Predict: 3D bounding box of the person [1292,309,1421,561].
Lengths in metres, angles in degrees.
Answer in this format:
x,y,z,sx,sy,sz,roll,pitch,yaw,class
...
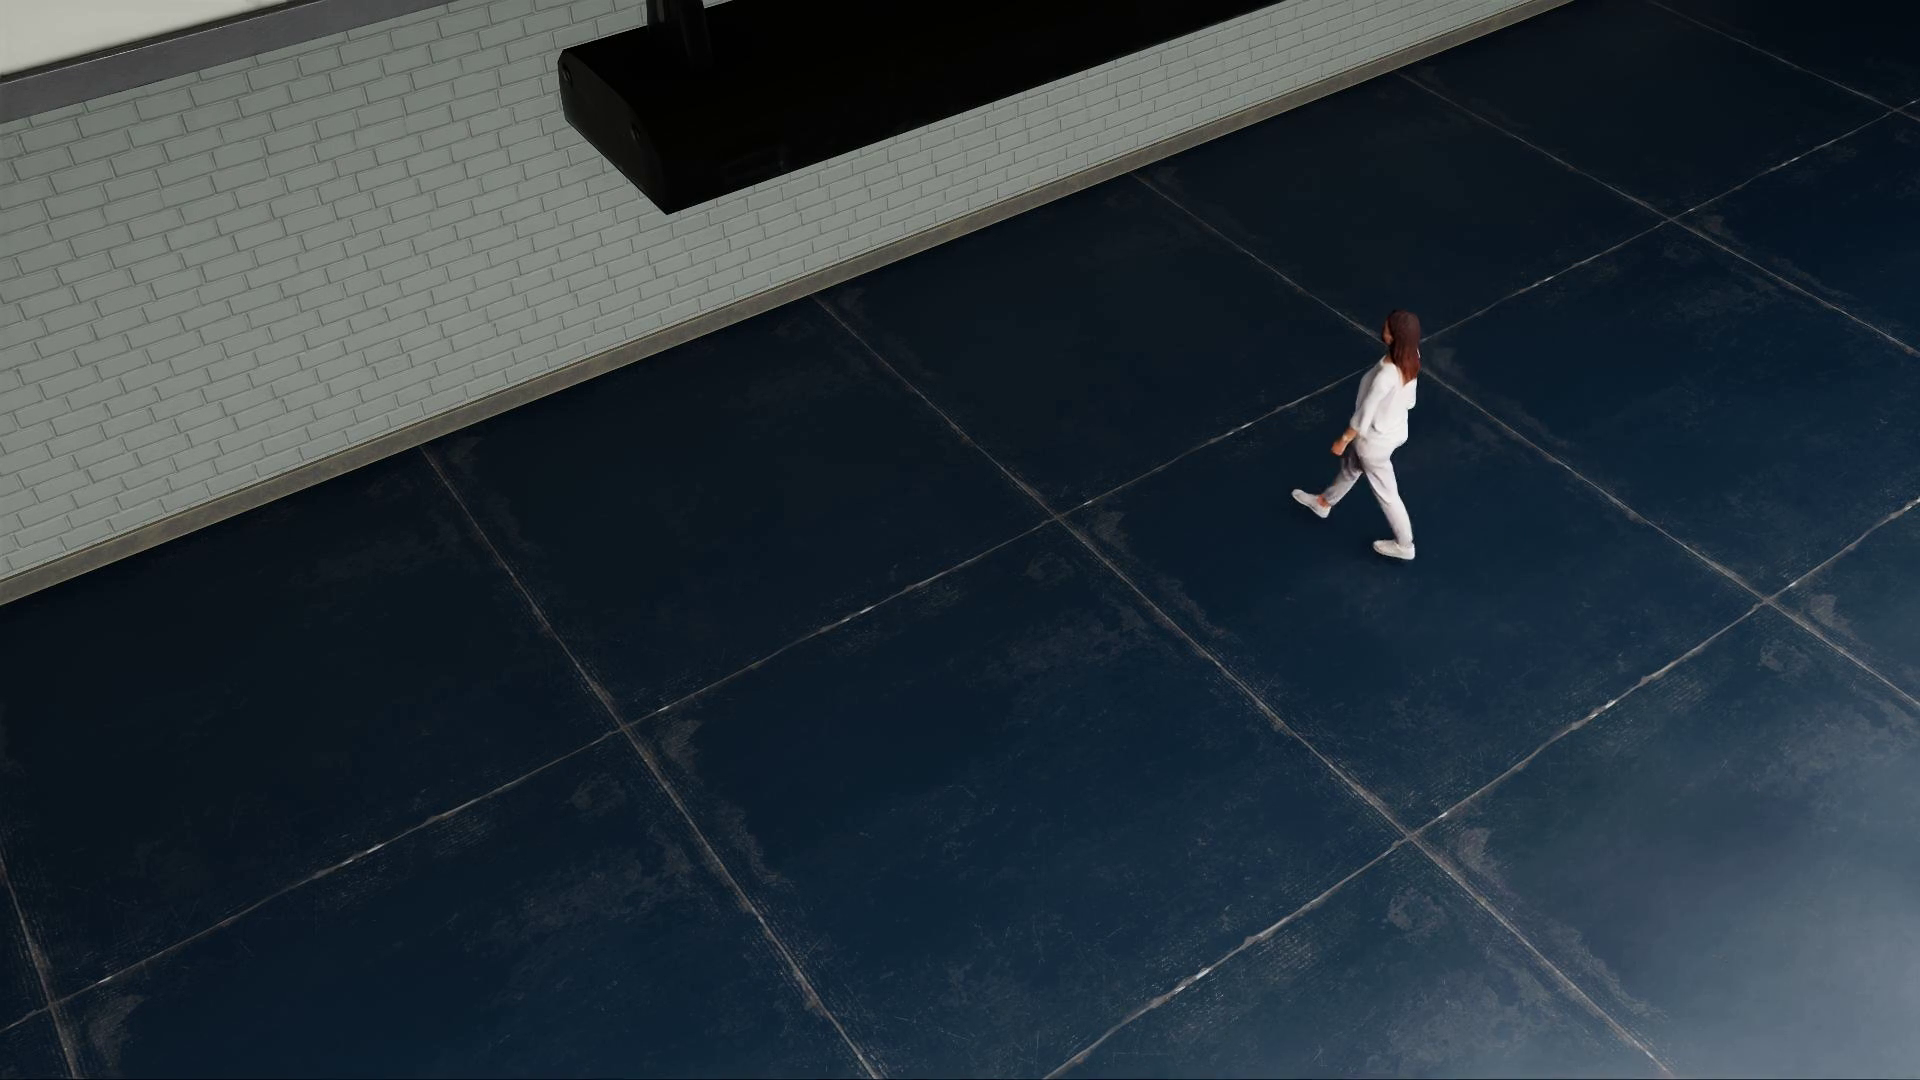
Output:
x,y,z,sx,sy,sz,roll,pitch,yaw,class
2.498,-0.563,9.636,1.166,1.648,0.889,23,48,23,person
